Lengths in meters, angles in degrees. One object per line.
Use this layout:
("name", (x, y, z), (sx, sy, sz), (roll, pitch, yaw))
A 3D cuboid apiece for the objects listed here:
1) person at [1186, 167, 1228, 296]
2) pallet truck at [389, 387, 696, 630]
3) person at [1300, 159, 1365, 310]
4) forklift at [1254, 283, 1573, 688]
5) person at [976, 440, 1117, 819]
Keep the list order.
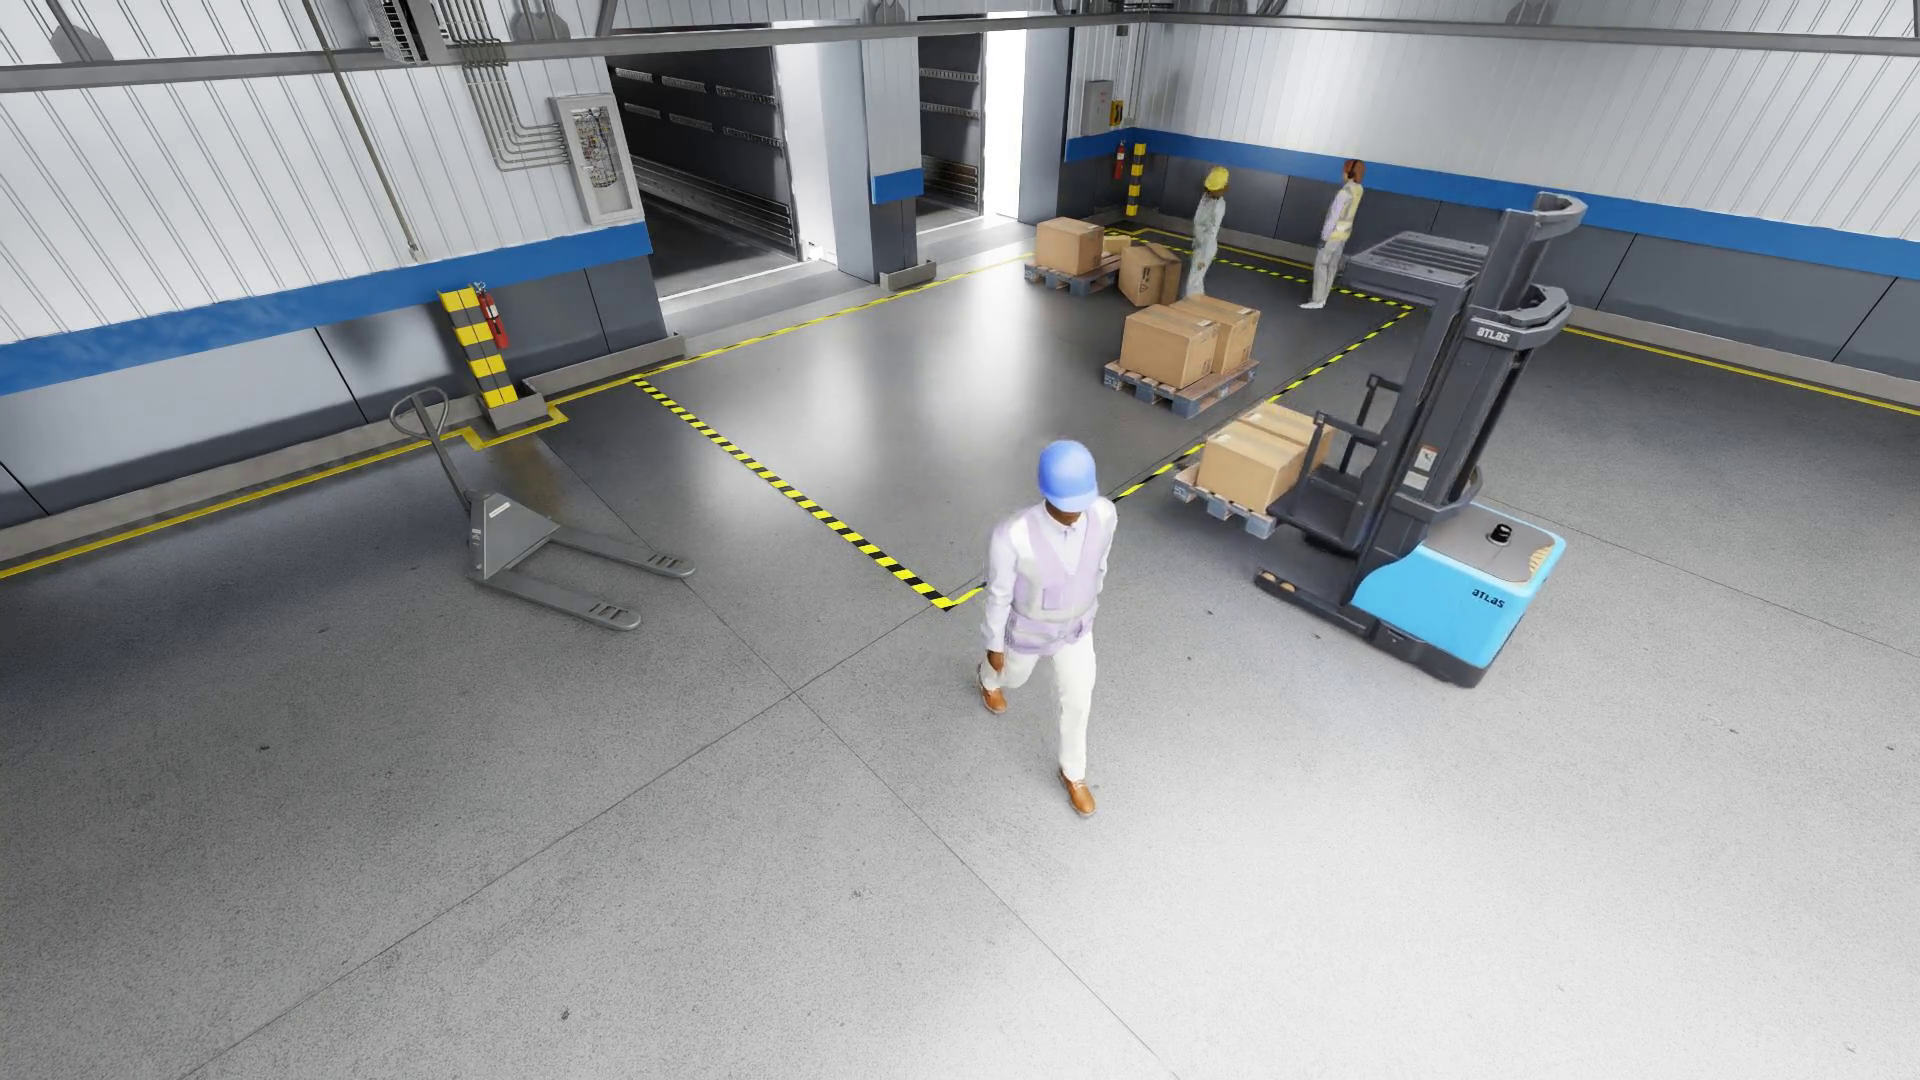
("person", (2.633, -3.086, 7.909), (0.344, 1.740, 0.504), (3, 38, 3))
("pallet truck", (-2.613, -0.247, 4.593), (1.601, 1.201, 0.680), (14, 40, 17))
("person", (4.335, -3.498, 8.476), (0.534, 1.637, 0.310), (-30, 47, -33))
("forklift", (2.808, -0.259, 3.952), (0.716, 2.013, 0.776), (-30, 47, -33))
("person", (0.362, 0.344, 3.294), (0.610, 1.898, 1.004), (-15, 40, -18))
